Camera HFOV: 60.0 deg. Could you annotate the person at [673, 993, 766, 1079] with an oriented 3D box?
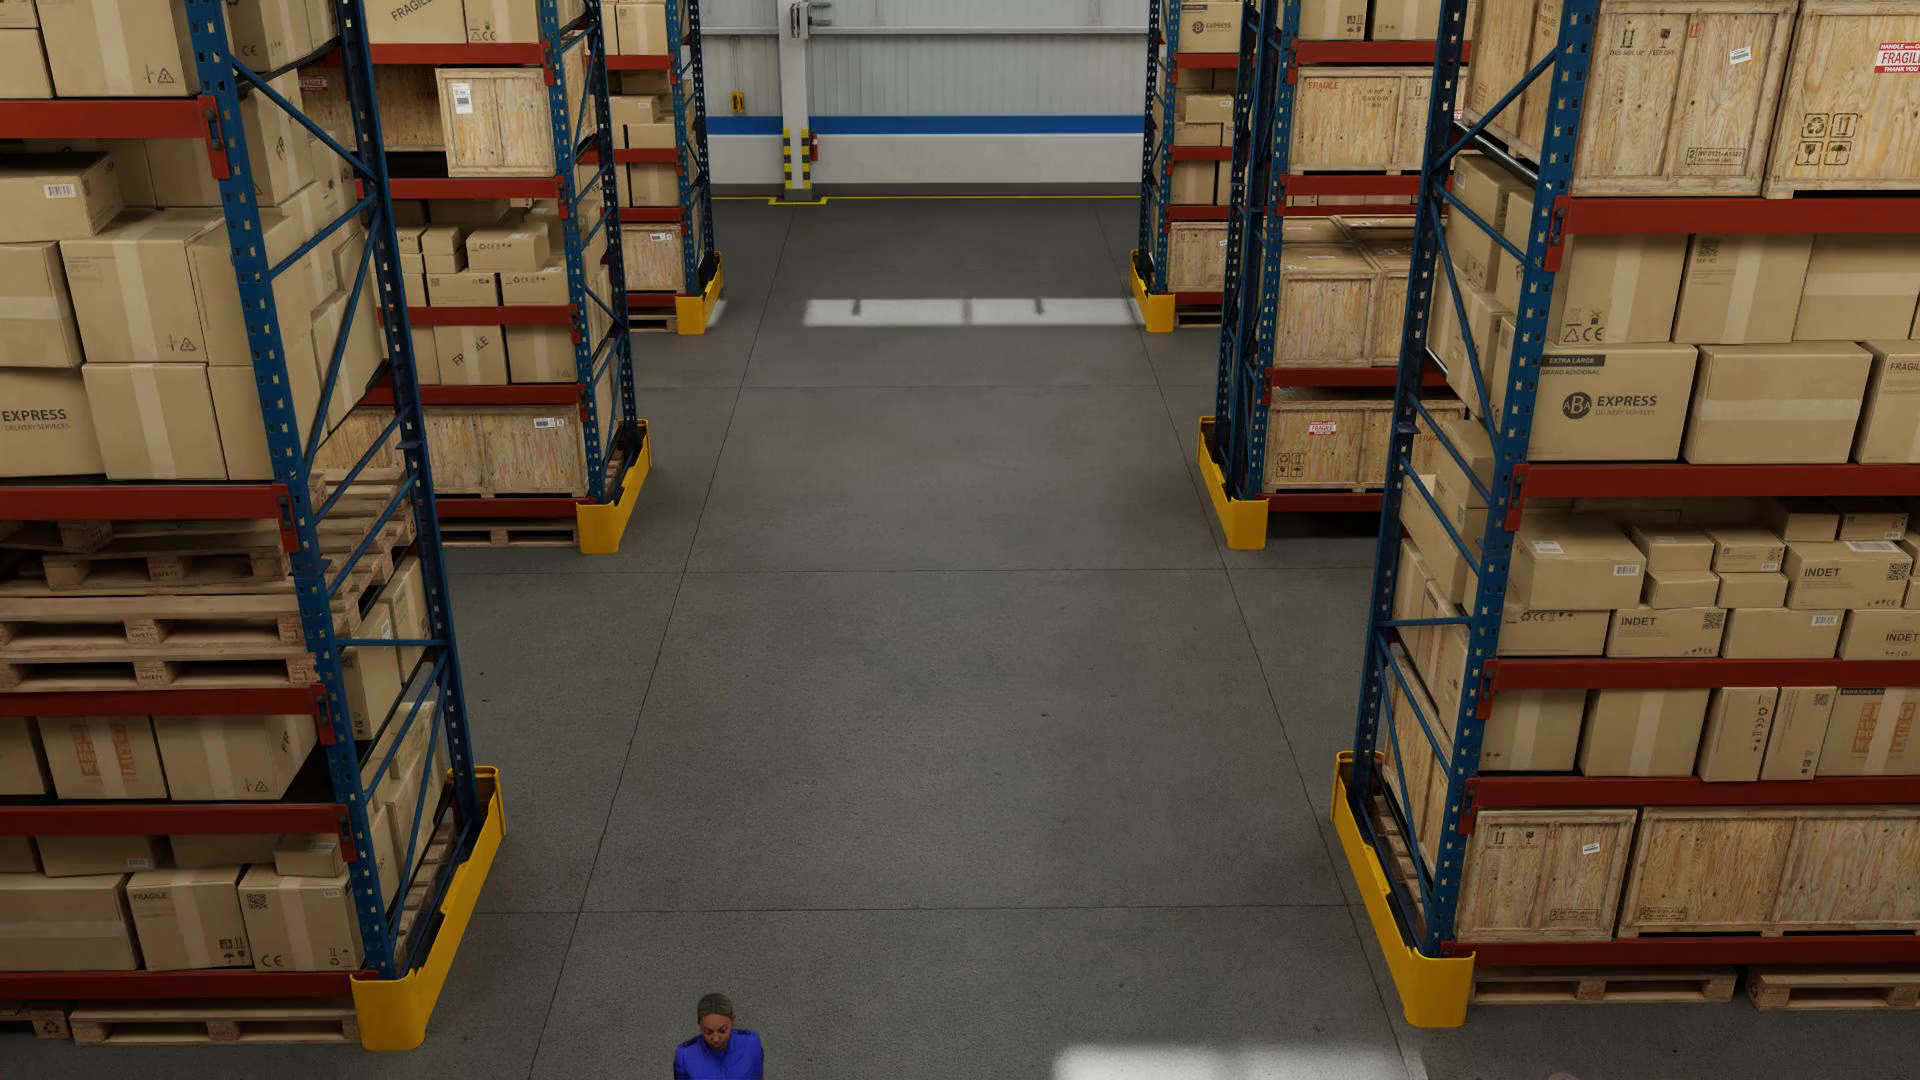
[{"bbox_3d":[-1.106,2.853,7.900,0.442,1.659,0.341,-8,26,-16],"label":"person"}]
